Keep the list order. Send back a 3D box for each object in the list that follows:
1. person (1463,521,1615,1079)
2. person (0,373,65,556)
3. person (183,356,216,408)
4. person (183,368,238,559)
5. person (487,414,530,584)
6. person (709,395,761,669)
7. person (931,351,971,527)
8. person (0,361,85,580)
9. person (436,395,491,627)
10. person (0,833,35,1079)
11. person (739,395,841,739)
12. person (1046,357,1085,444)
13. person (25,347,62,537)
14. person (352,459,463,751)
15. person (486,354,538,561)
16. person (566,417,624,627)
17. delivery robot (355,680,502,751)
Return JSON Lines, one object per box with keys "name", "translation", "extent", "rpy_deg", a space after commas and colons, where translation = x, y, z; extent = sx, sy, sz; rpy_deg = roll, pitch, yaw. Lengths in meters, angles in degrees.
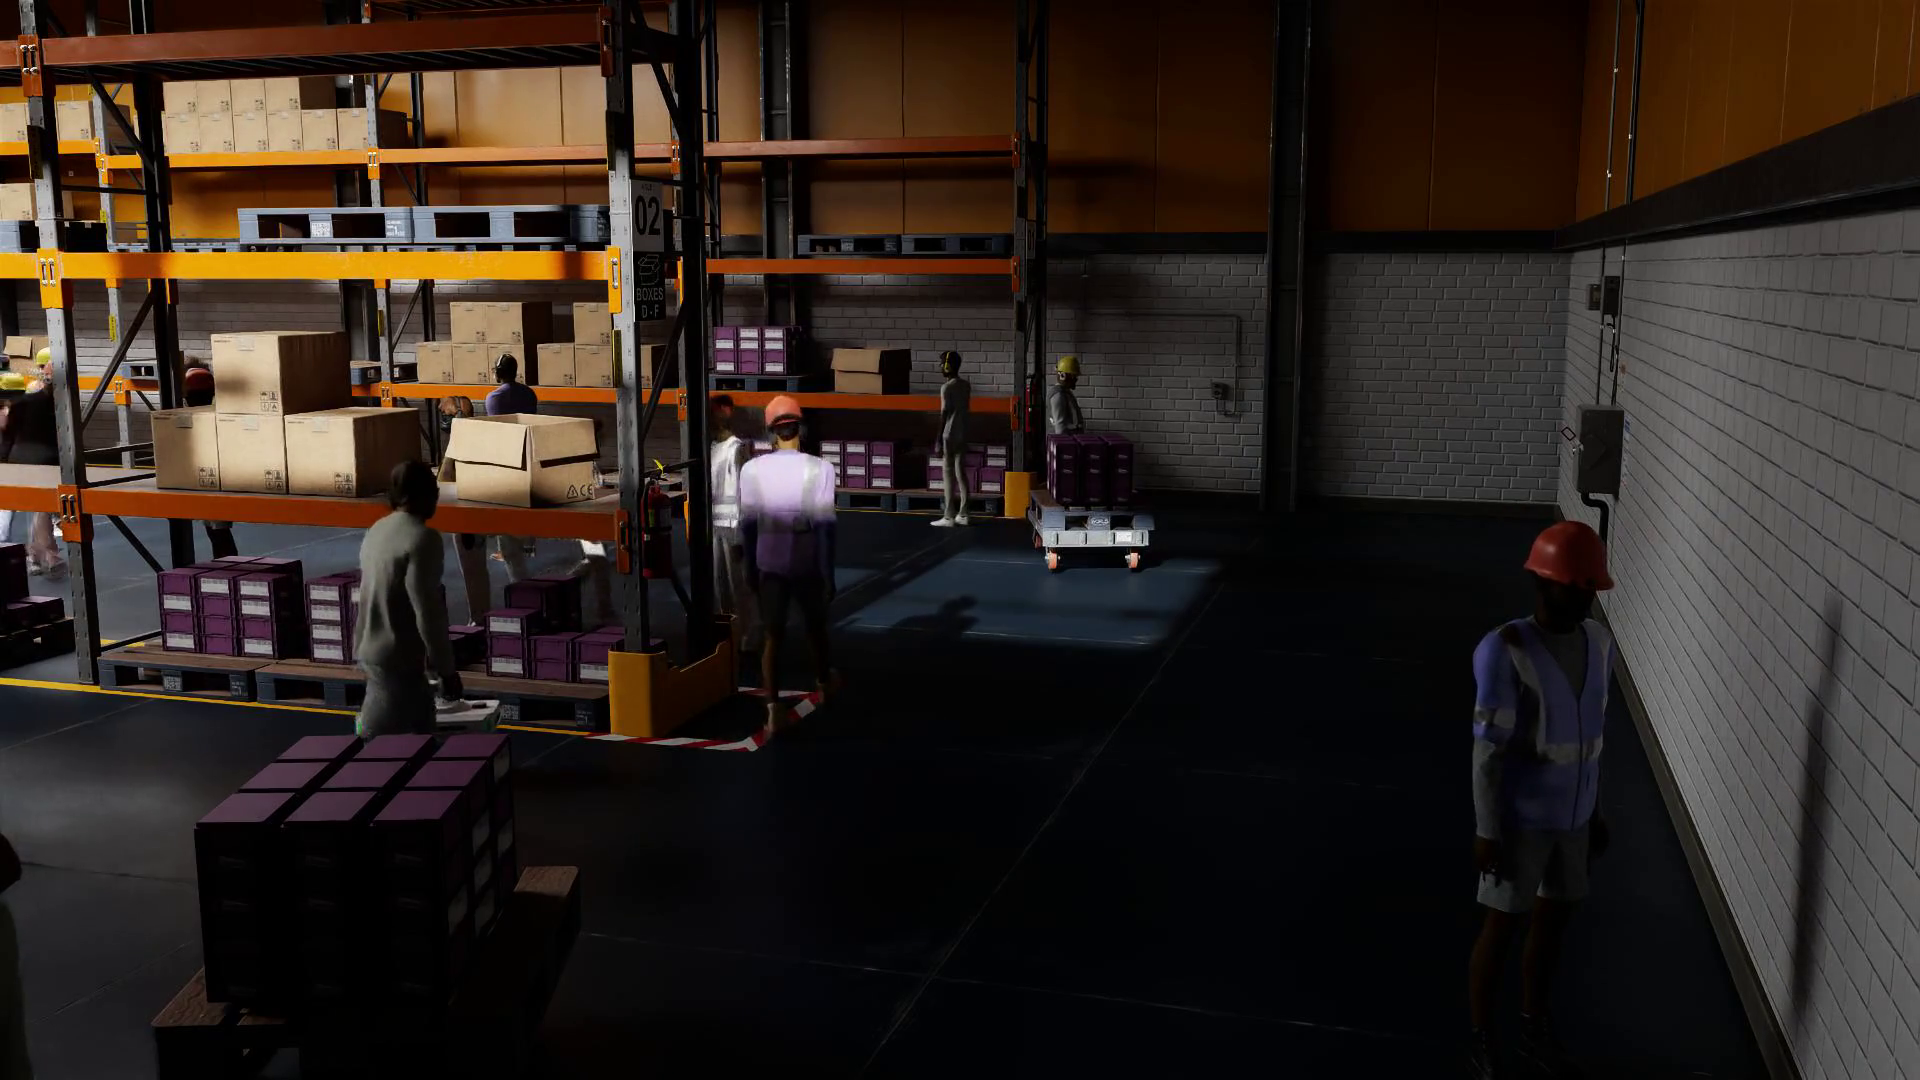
{"name": "person", "translation": [1.934, 0.890, 5.463], "extent": [0.552, 1.932, 0.377], "rpy_deg": [-4, 10, -25]}
{"name": "person", "translation": [-8.840, -0.701, 15.749], "extent": [0.674, 1.745, 0.534], "rpy_deg": [-3, 10, -20]}
{"name": "person", "translation": [-8.317, -1.102, 18.067], "extent": [0.997, 1.780, 0.663], "rpy_deg": [4, 10, 24]}
{"name": "person", "translation": [-6.064, -0.420, 13.437], "extent": [0.378, 1.938, 0.547], "rpy_deg": [-7, 12, -37]}
{"name": "person", "translation": [-3.493, -0.170, 12.866], "extent": [0.430, 1.615, 0.535], "rpy_deg": [5, 11, 30]}
{"name": "person", "translation": [-1.593, -0.056, 11.452], "extent": [0.370, 1.878, 0.628], "rpy_deg": [-5, 10, -26]}
{"name": "person", "translation": [-0.083, -1.065, 17.595], "extent": [0.343, 1.864, 0.527], "rpy_deg": [6, 11, 34]}
{"name": "person", "translation": [-8.044, -0.618, 14.665], "extent": [0.914, 1.926, 0.685], "rpy_deg": [6, 11, 32]}
{"name": "person", "translation": [-3.554, -0.126, 11.969], "extent": [0.428, 1.836, 0.626], "rpy_deg": [-2, 10, -15]}
{"name": "person", "translation": [-2.139, 1.344, 3.613], "extent": [0.279, 1.633, 0.505], "rpy_deg": [-4, 10, -25]}
{"name": "person", "translation": [-1.000, 0.134, 9.926], "extent": [0.628, 1.976, 1.078], "rpy_deg": [2, 10, 12]}
{"name": "person", "translation": [1.090, -0.984, 17.231], "extent": [0.403, 1.822, 0.588], "rpy_deg": [1, 9, 6]}
{"name": "person", "translation": [-9.271, -1.004, 17.027], "extent": [0.374, 1.928, 0.584], "rpy_deg": [0, 9, 2]}
{"name": "person", "translation": [-2.566, 0.584, 7.586], "extent": [0.883, 1.869, 0.688], "rpy_deg": [-7, 12, -38]}
{"name": "person", "translation": [-4.199, -0.766, 15.548], "extent": [0.373, 1.940, 0.630], "rpy_deg": [4, 10, 23]}
{"name": "person", "translation": [-2.854, -0.134, 12.666], "extent": [0.595, 1.621, 0.520], "rpy_deg": [-1, 9, -3]}
{"name": "delivery robot", "translation": [-2.798, 0.985, 8.791], "extent": [0.707, 0.478, 0.477], "rpy_deg": [-1, 9, -6]}
